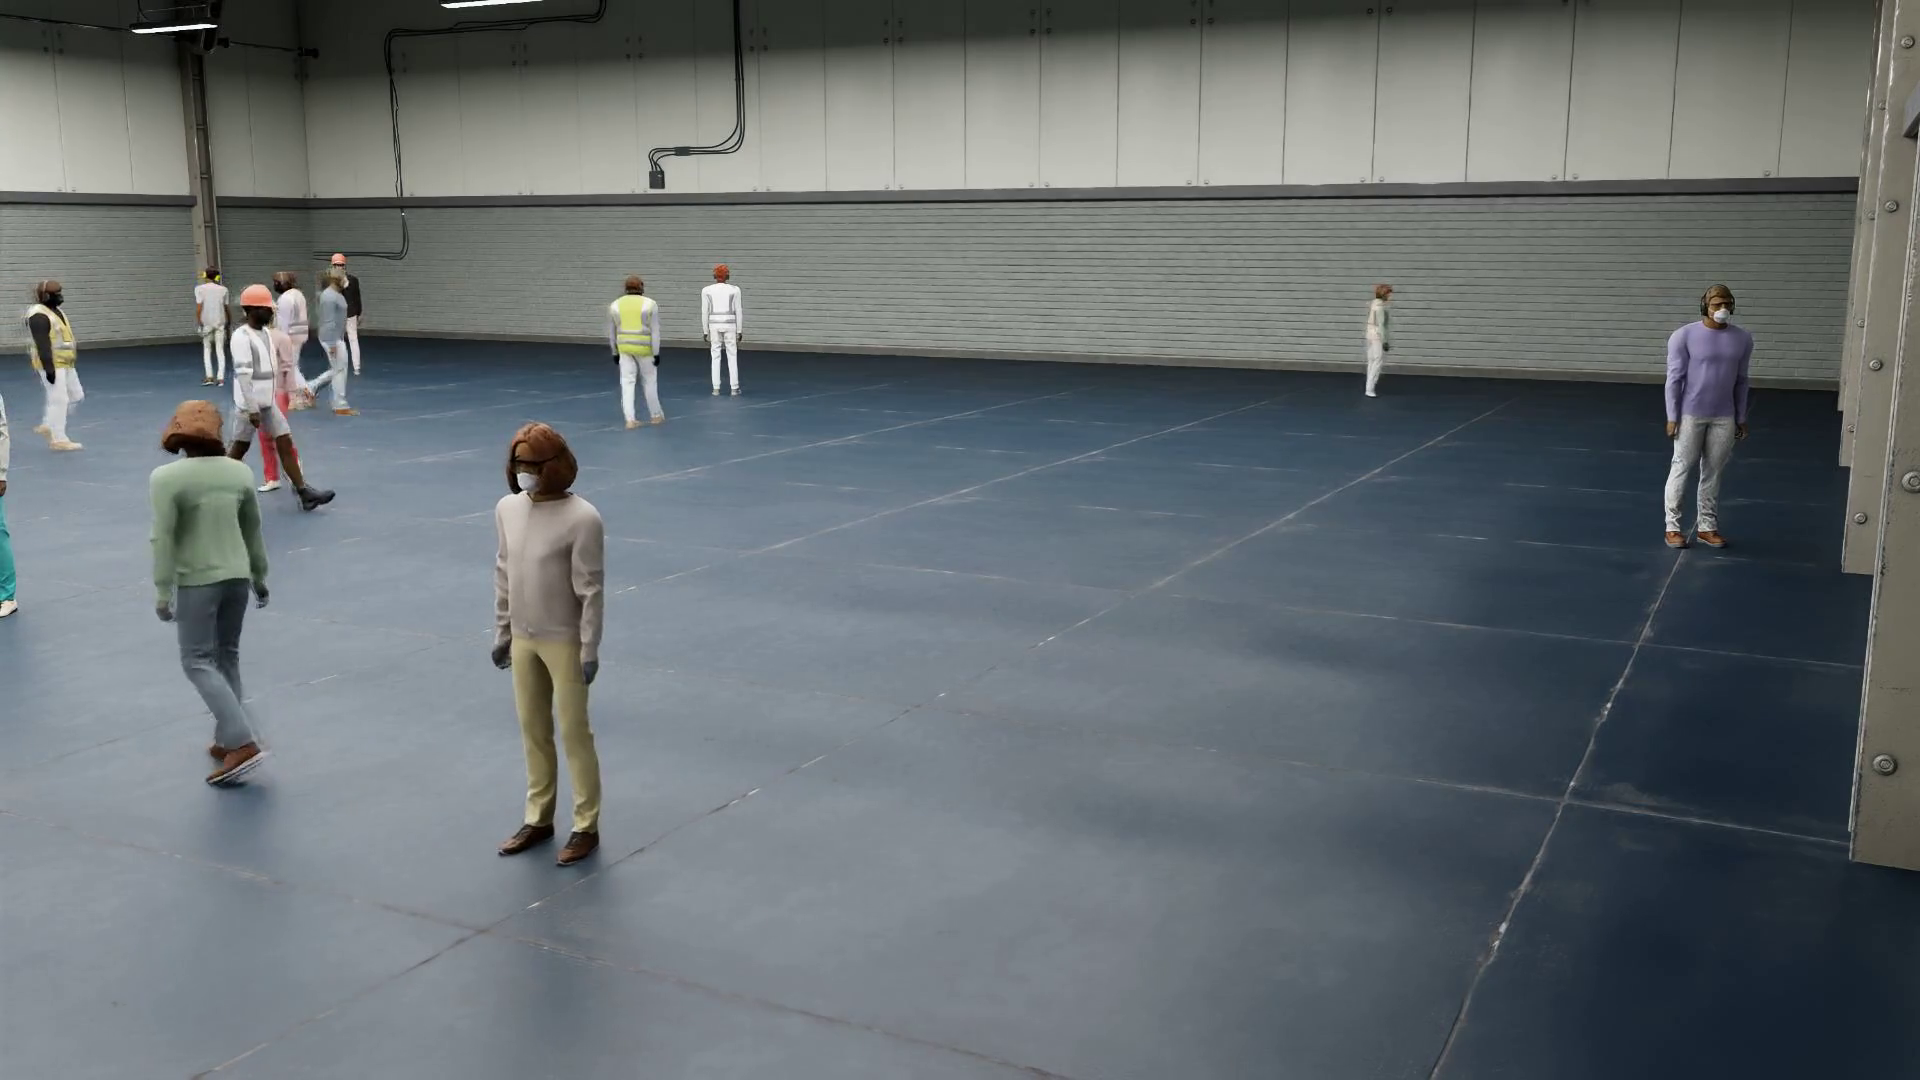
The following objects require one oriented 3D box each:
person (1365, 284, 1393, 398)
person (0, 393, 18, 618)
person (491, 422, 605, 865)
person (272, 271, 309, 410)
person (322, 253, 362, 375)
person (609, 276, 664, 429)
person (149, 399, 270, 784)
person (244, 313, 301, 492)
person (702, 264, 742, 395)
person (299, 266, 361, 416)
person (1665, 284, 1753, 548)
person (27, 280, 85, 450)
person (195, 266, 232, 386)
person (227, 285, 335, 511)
[{"bbox_3d":[5.958,-2.839,23.702,0.325,1.613,0.610,1,10,4],"label":"person"},{"bbox_3d":[-5.945,-0.396,9.955,0.527,1.767,0.331,2,11,10],"label":"person"},{"bbox_3d":[-1.515,0.380,6.110,0.499,1.626,0.306,6,12,29],"label":"person"},{"bbox_3d":[-8.830,-2.619,21.920,0.445,1.821,0.640,0,10,-1],"label":"person"},{"bbox_3d":[-10.160,-3.705,27.367,0.610,1.996,0.378,-6,12,-28],"label":"person"},{"bbox_3d":[-3.870,-2.263,20.009,0.653,1.807,0.788,2,10,8],"label":"person"},{"bbox_3d":[-3.157,0.209,7.134,0.581,1.601,0.549,5,12,27],"label":"person"},{"bbox_3d":[-6.211,-1.310,14.950,0.549,1.752,0.407,2,11,11],"label":"person"},{"bbox_3d":[-3.417,-3.020,23.942,0.575,1.883,0.362,0,10,-1],"label":"person"},{"bbox_3d":[-8.048,-2.515,21.127,0.670,1.919,0.625,-2,11,-9],"label":"person"},{"bbox_3d":[5.497,-0.904,12.250,0.627,1.940,0.371,-1,10,-3],"label":"person"},{"bbox_3d":[-9.660,-1.861,17.774,0.444,1.824,0.647,-2,11,-9],"label":"person"},{"bbox_3d":[-11.399,-3.266,25.427,0.532,1.826,0.644,-7,12,-32],"label":"person"},{"bbox_3d":[-5.755,-1.156,13.762,1.009,1.882,0.567,1,10,7],"label":"person"}]
